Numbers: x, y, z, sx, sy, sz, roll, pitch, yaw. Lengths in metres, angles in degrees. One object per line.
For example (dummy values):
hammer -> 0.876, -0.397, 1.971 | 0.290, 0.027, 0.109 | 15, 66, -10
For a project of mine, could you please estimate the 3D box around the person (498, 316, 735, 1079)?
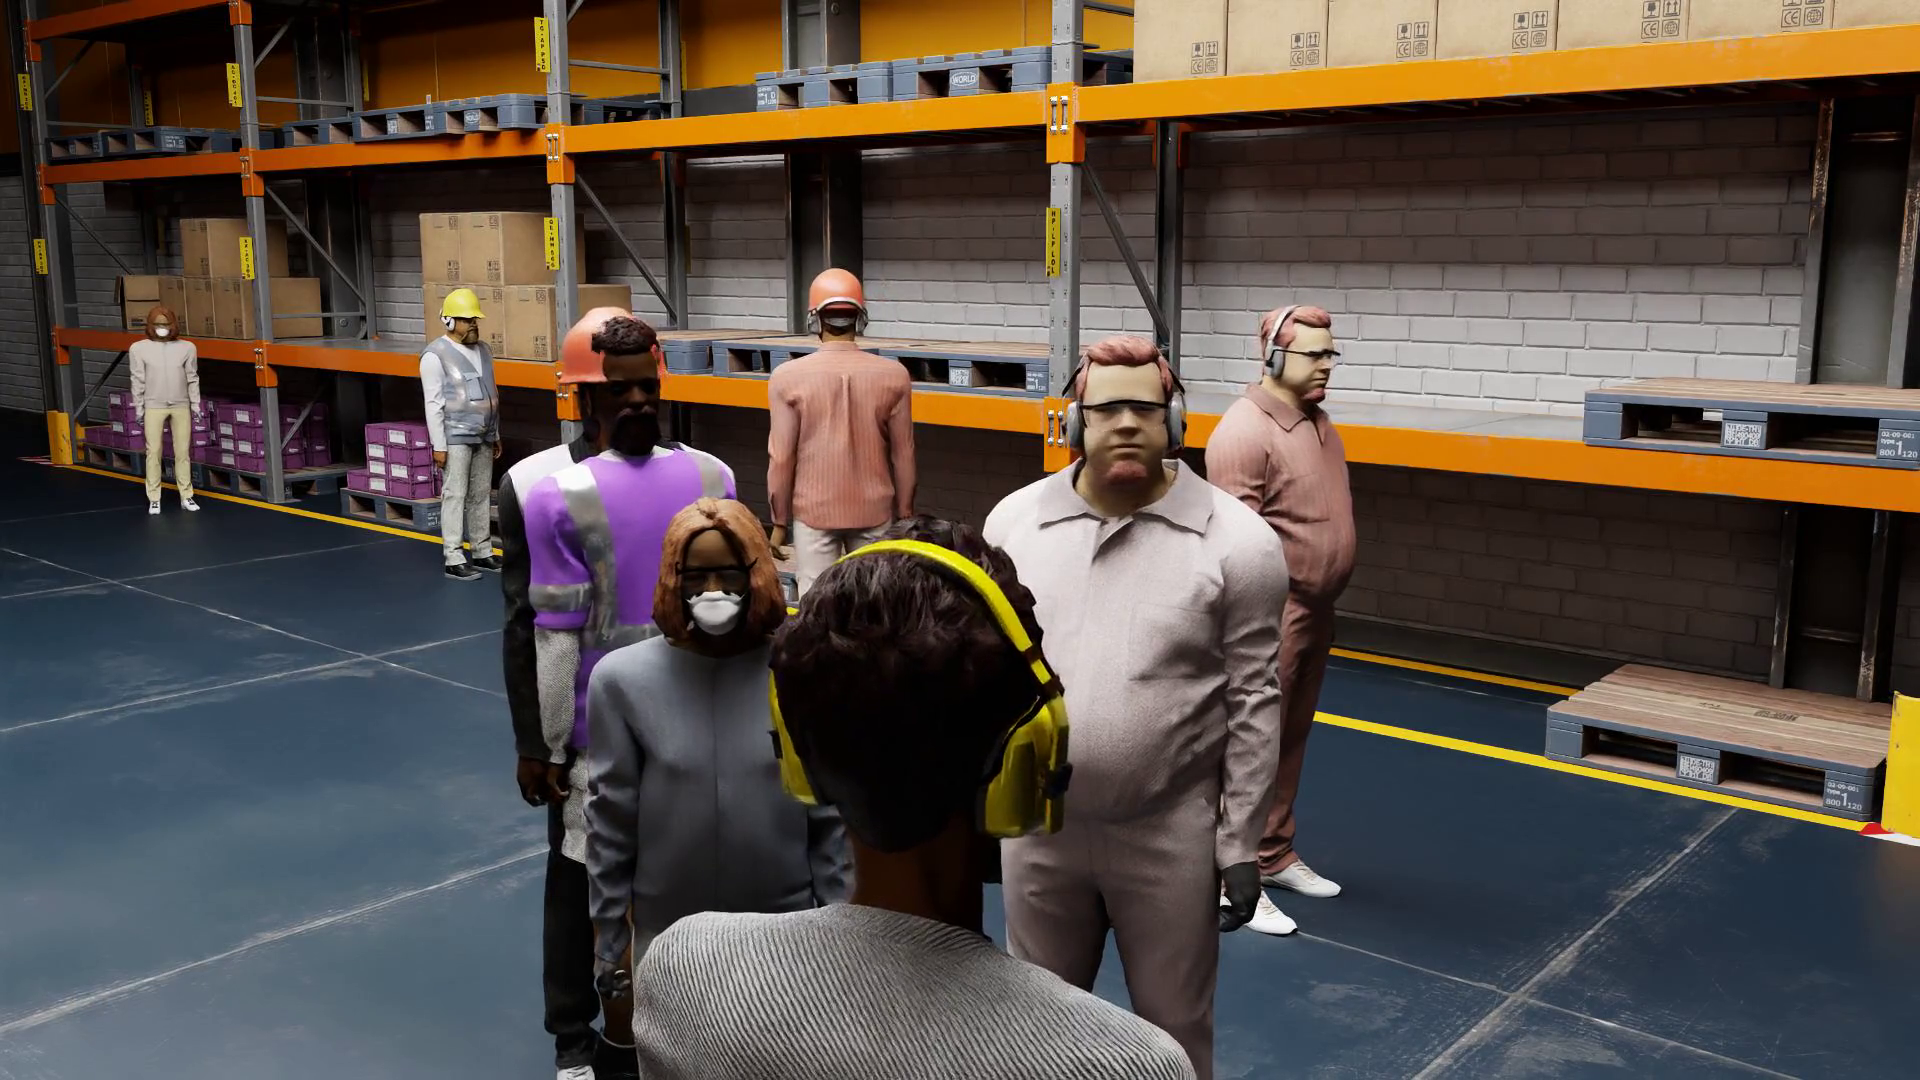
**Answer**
person -> -0.805, 0.423, 4.017 | 0.587, 1.920, 0.394 | -6, 12, -31

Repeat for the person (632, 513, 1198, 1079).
person -> -0.021, 0.906, 1.395 | 0.513, 1.876, 0.328 | 5, 11, 25

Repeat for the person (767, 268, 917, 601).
person -> -0.489, -0.109, 6.840 | 0.623, 1.989, 0.401 | -3, 10, -16

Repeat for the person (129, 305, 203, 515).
person -> -6.216, -1.022, 13.060 | 0.501, 1.632, 0.294 | -7, 12, -36

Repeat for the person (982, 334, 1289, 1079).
person -> 0.297, 0.555, 3.289 | 0.642, 1.913, 0.408 | 4, 11, 21

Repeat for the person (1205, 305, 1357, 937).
person -> 1.008, 0.235, 5.129 | 0.406, 1.904, 0.654 | 7, 12, 34

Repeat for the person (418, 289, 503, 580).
person -> -3.106, -0.661, 10.479 | 0.403, 1.825, 0.587 | 4, 11, 23

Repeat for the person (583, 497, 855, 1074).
person -> -0.438, 0.727, 3.100 | 0.500, 1.633, 0.284 | -2, 10, -10

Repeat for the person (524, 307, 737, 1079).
person -> -0.793, 0.414, 4.017 | 0.544, 1.938, 0.355 | -9, 14, -42
